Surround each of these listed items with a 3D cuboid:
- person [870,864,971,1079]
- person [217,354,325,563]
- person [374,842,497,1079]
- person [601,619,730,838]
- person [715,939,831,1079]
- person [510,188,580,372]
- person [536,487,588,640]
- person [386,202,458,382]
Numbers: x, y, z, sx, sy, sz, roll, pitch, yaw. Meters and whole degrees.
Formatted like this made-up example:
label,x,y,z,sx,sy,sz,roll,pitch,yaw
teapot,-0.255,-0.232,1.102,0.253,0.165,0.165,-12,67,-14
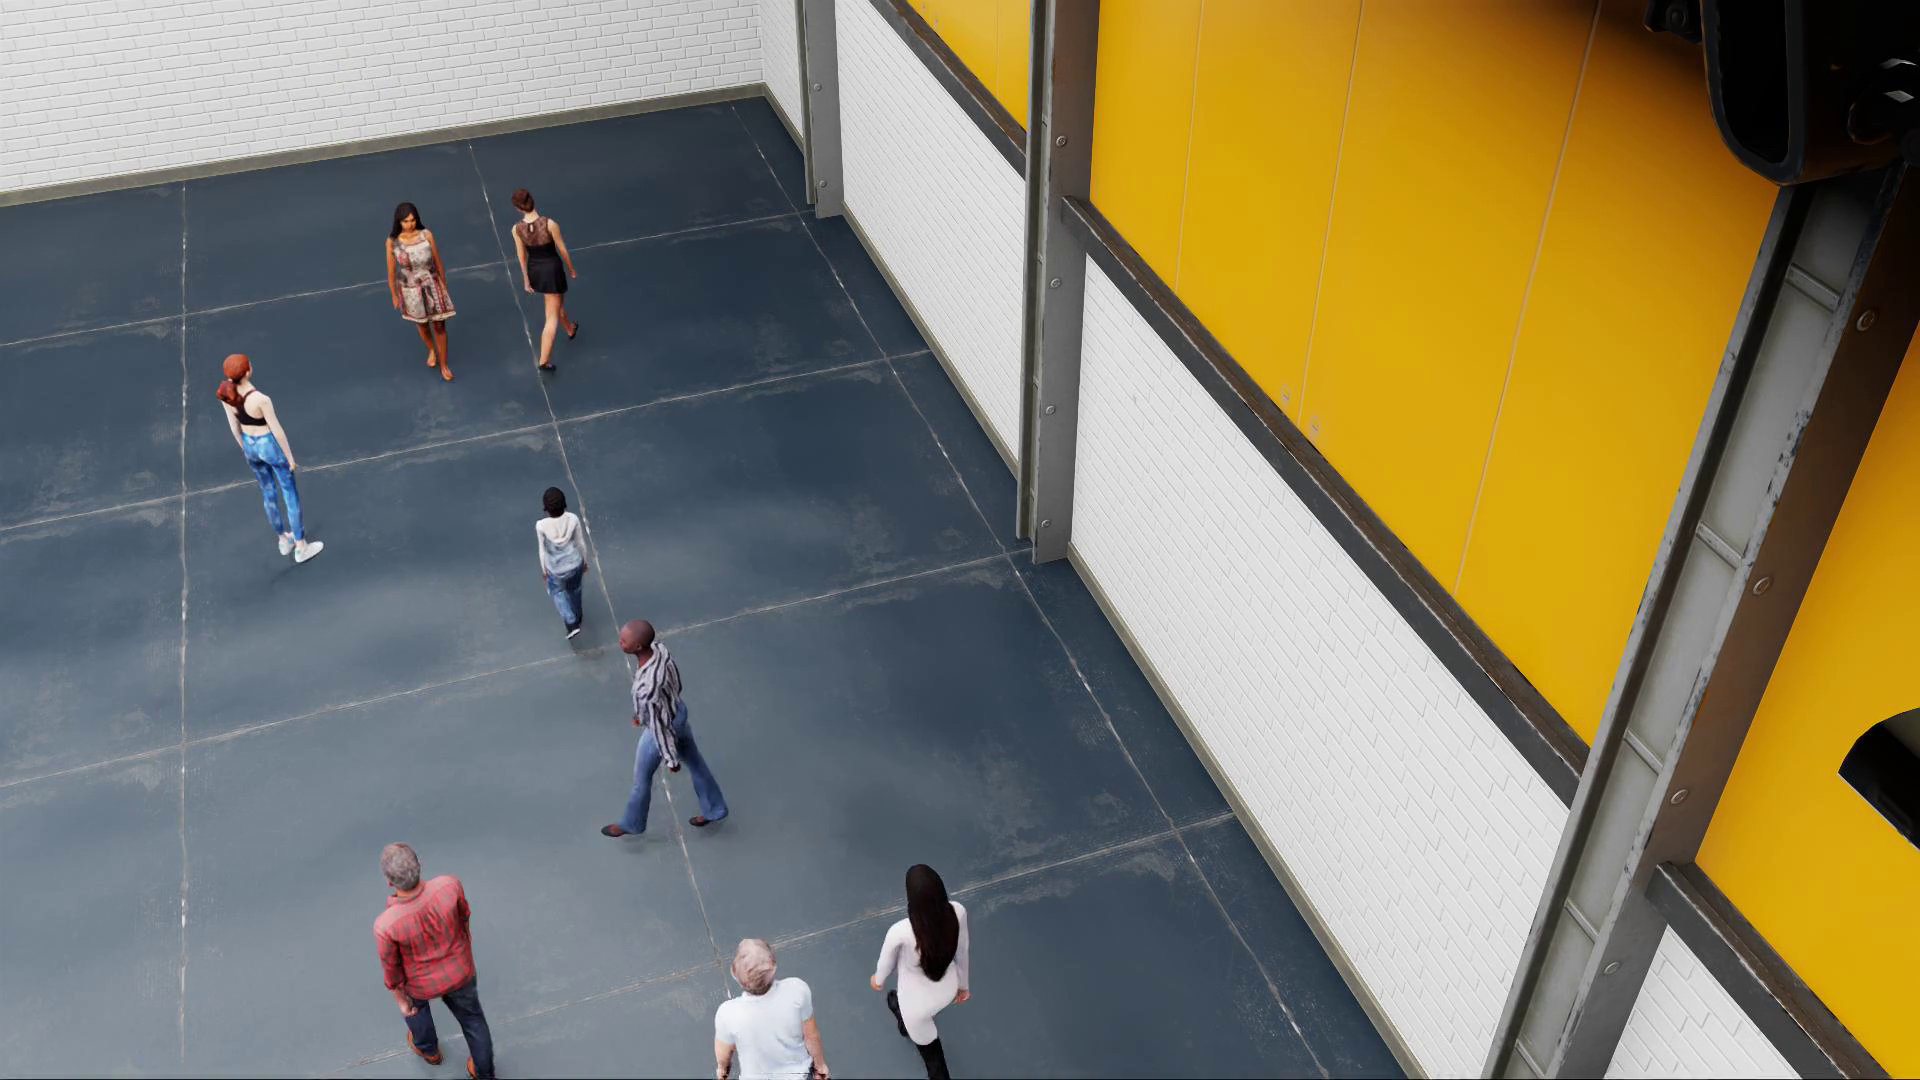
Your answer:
label,x,y,z,sx,sy,sz,roll,pitch,yaw
person,-0.131,2.431,8.591,0.801,1.757,1.179,-23,44,-26
person,-5.160,-0.615,12.380,0.693,1.789,0.747,7,39,9
person,-2.688,2.310,8.700,0.843,1.810,0.977,-25,45,-28
person,-1.699,1.173,10.166,0.935,1.757,1.056,1,39,1
person,-0.874,2.734,8.187,0.770,1.787,1.171,-17,41,-20
person,-3.645,-2.247,14.556,0.993,1.623,1.211,9,39,11
person,-2.810,0.186,11.809,0.543,1.249,0.707,-19,42,-22
person,-4.725,-2.250,14.560,0.655,1.623,0.792,-11,40,-14
